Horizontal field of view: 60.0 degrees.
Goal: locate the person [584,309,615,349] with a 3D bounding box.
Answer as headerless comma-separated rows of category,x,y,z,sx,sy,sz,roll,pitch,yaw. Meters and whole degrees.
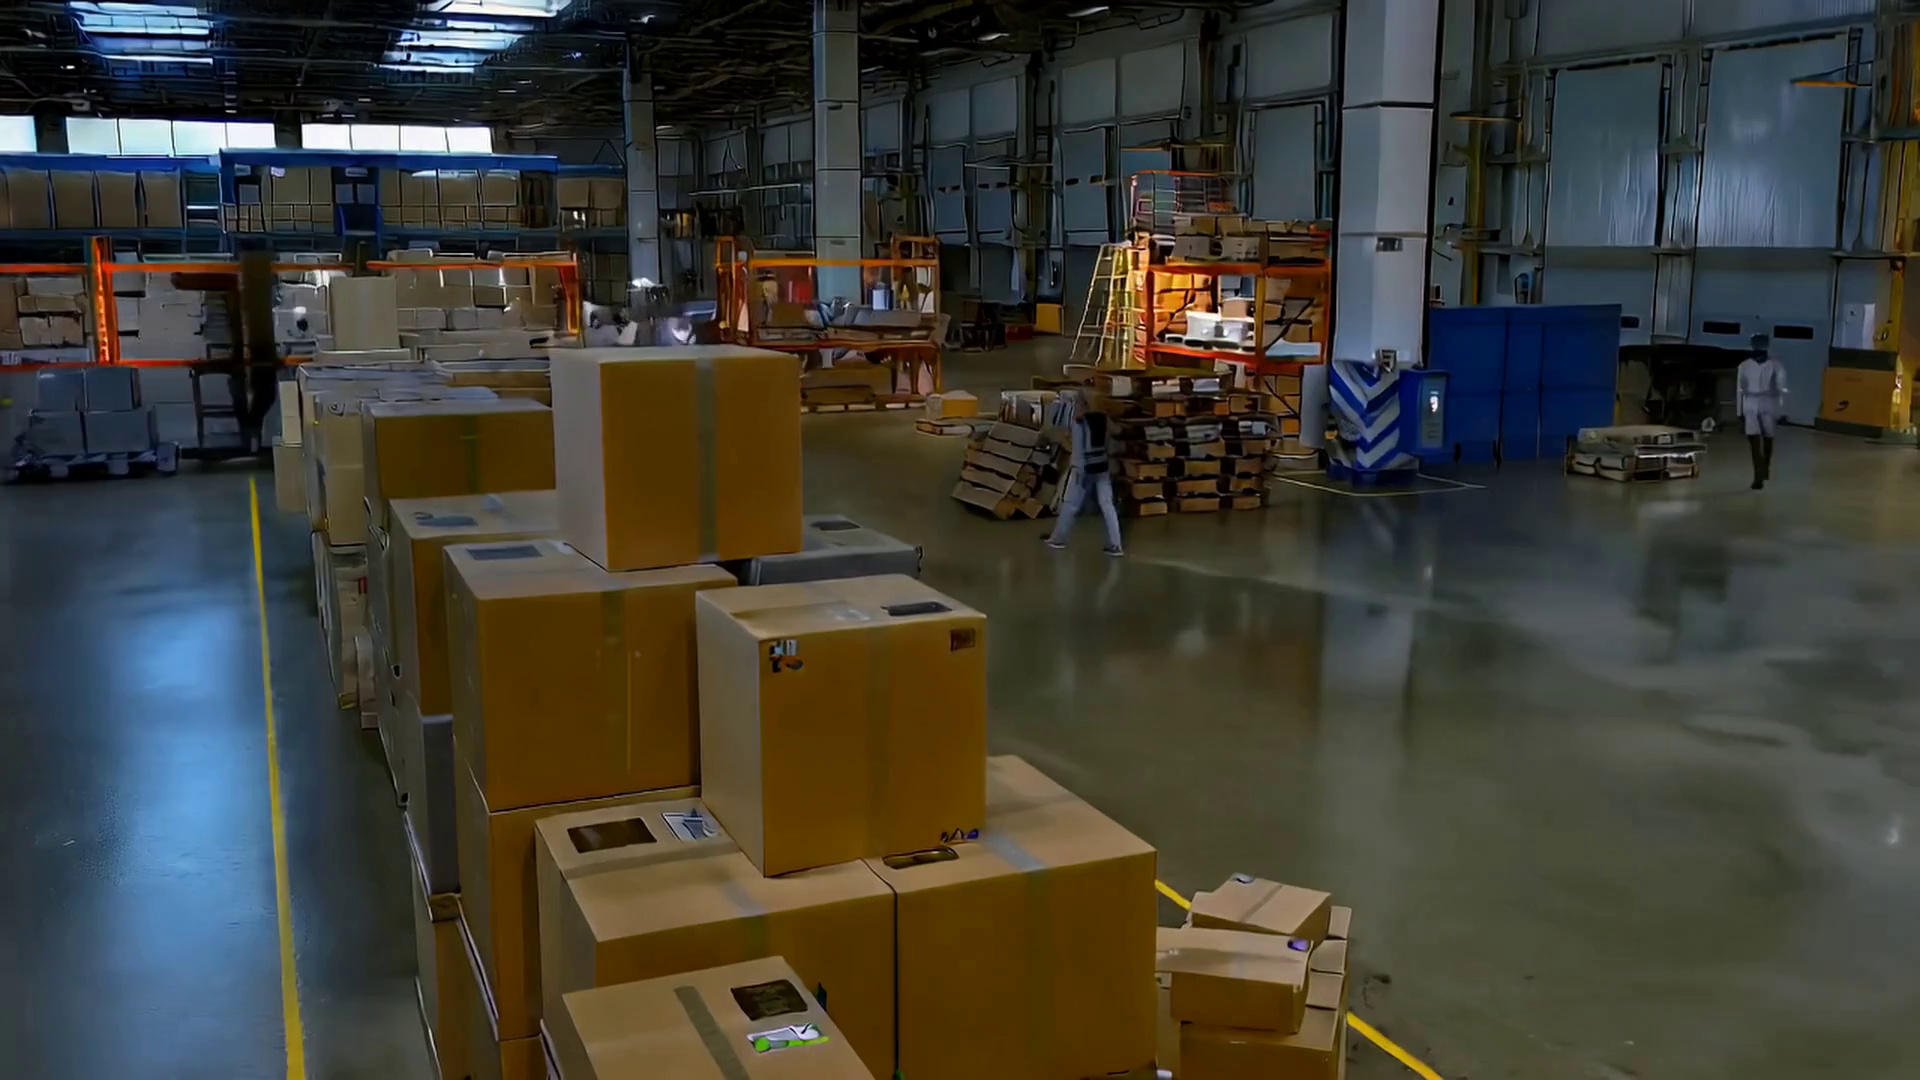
person,-5.731,-2.702,26.338,0.641,1.877,1.032,6,12,29

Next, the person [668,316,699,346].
person,-4.303,-2.595,26.005,0.517,1.800,0.961,-4,11,-22

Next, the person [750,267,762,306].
person,-9.078,-11.331,73.714,0.633,1.942,1.001,-6,12,-28

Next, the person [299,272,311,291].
person,-22.262,-8.204,56.692,1.029,1.878,0.553,-6,12,-29

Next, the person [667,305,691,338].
person,-4.860,-3.175,29.069,0.429,1.838,0.621,2,10,10

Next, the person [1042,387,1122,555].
person,1.215,-0.659,15.881,0.529,1.591,0.875,-10,14,-43

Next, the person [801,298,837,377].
person,-3.103,-4.403,36.162,0.849,1.701,0.512,-6,12,-31

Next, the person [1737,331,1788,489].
person,9.728,-1.590,20.180,0.582,1.897,0.798,6,12,31

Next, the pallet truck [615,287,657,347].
pallet truck,-6.464,-4.406,35.401,0.823,1.965,1.885,6,12,32

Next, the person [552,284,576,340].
person,-9.838,-5.430,41.387,0.646,1.884,1.062,2,11,13

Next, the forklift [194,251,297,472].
forklift,-9.101,-2.378,21.790,1.873,2.768,1.129,-4,11,-23

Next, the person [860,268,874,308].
person,-3.421,-8.810,59.847,0.649,1.931,0.479,-2,10,-11

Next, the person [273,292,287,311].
person,-14.568,-4.384,35.683,0.327,1.861,0.498,2,10,11

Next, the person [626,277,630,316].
person,-12.591,-9.517,64.048,0.641,1.822,0.536,4,11,19

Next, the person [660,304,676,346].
person,-5.983,-4.044,34.376,0.553,1.639,0.884,6,12,30

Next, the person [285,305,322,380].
person,-10.649,-2.851,27.026,0.587,1.927,0.365,-2,11,-12

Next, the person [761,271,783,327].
person,-6.471,-8.235,56.850,0.604,1.880,1.016,9,14,42

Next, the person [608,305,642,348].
person,-5.641,-2.988,27.887,0.607,1.897,0.626,4,11,22
